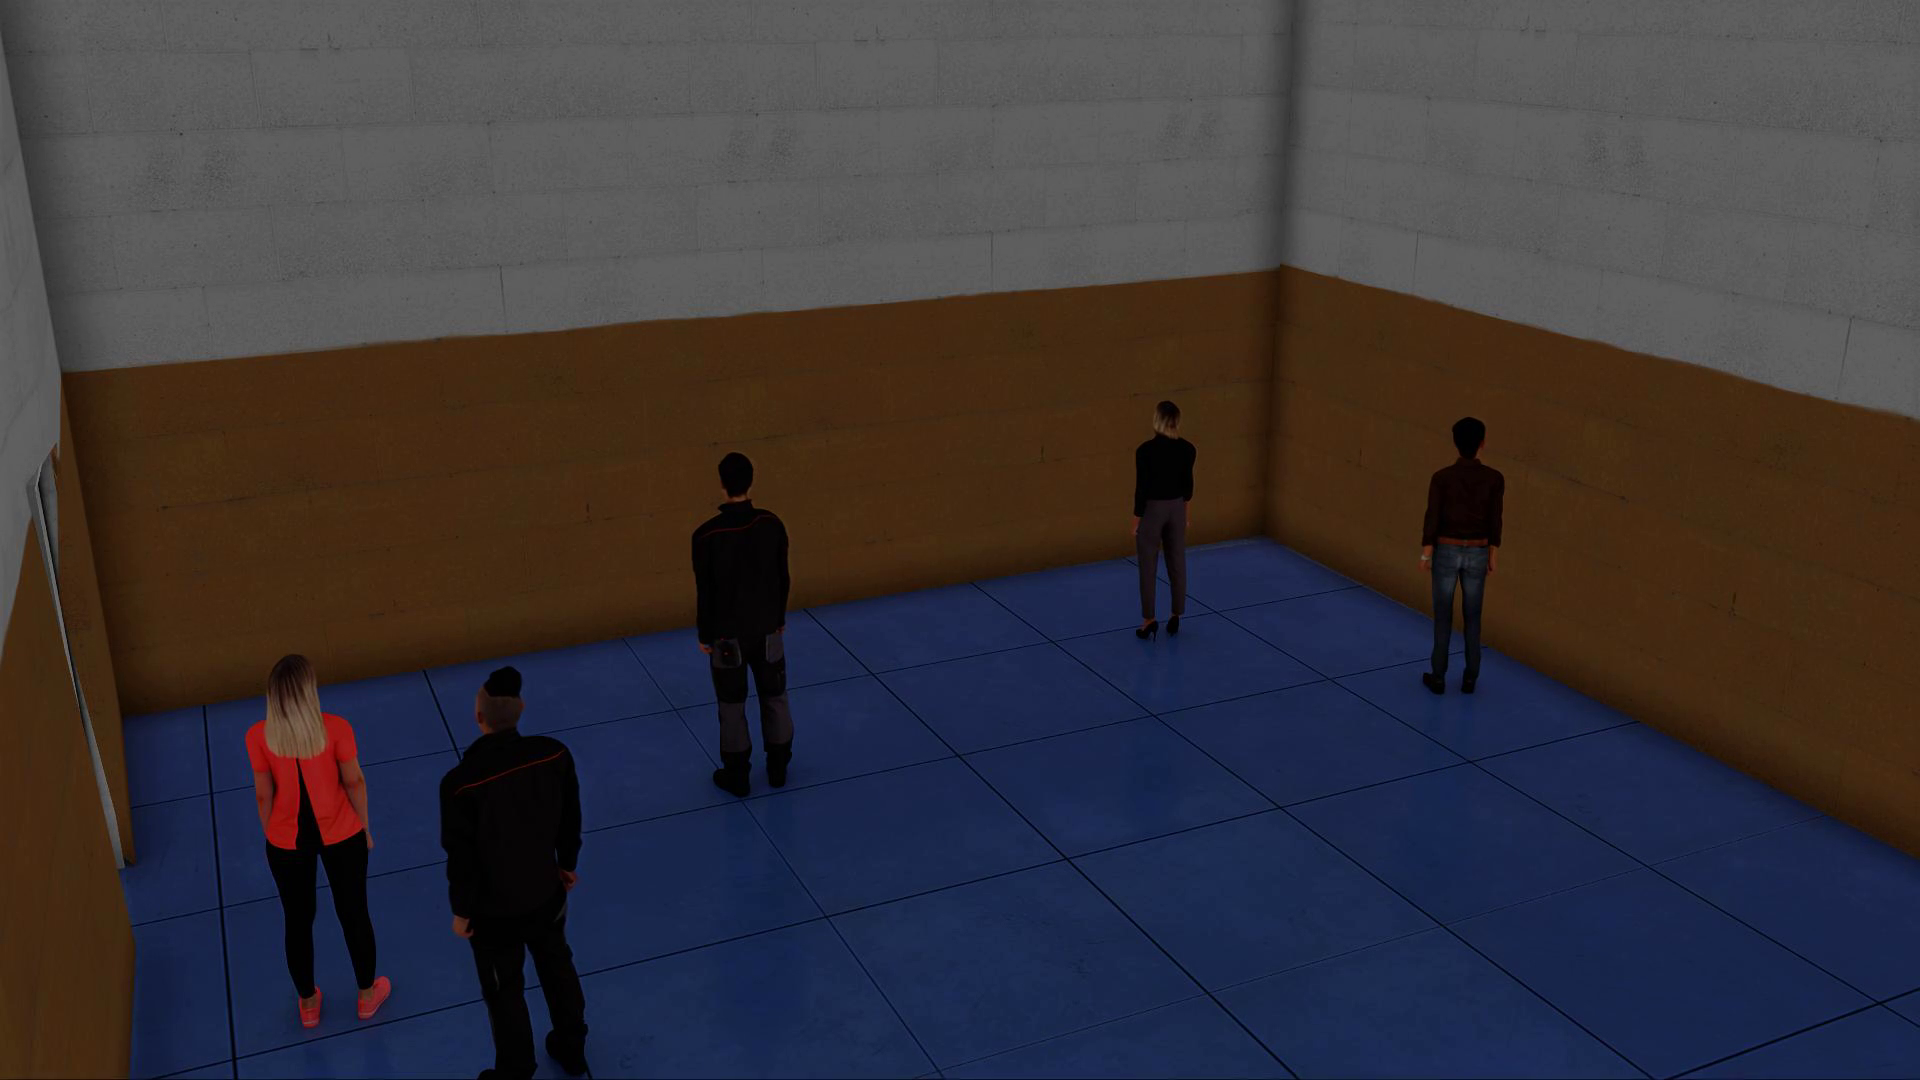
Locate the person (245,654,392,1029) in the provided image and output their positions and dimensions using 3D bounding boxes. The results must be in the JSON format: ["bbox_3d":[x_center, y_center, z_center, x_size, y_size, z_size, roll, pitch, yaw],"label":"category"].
[{"bbox_3d":[-2.745,1.276,7.085,0.536,1.694,0.699,-4,19,-11],"label":"person"}]

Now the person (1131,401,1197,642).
[{"bbox_3d":[1.371,-0.128,11.286,0.480,1.671,0.669,-7,20,-20],"label":"person"}]

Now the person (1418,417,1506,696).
[{"bbox_3d":[3.143,0.107,10.423,0.634,1.778,0.772,1,19,4],"label":"person"}]

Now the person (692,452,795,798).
[{"bbox_3d":[-1.178,0.459,9.114,0.503,1.945,0.745,-9,21,-25],"label":"person"}]

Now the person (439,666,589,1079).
[{"bbox_3d":[-1.754,1.350,6.567,0.904,1.862,0.710,16,25,40],"label":"person"}]
